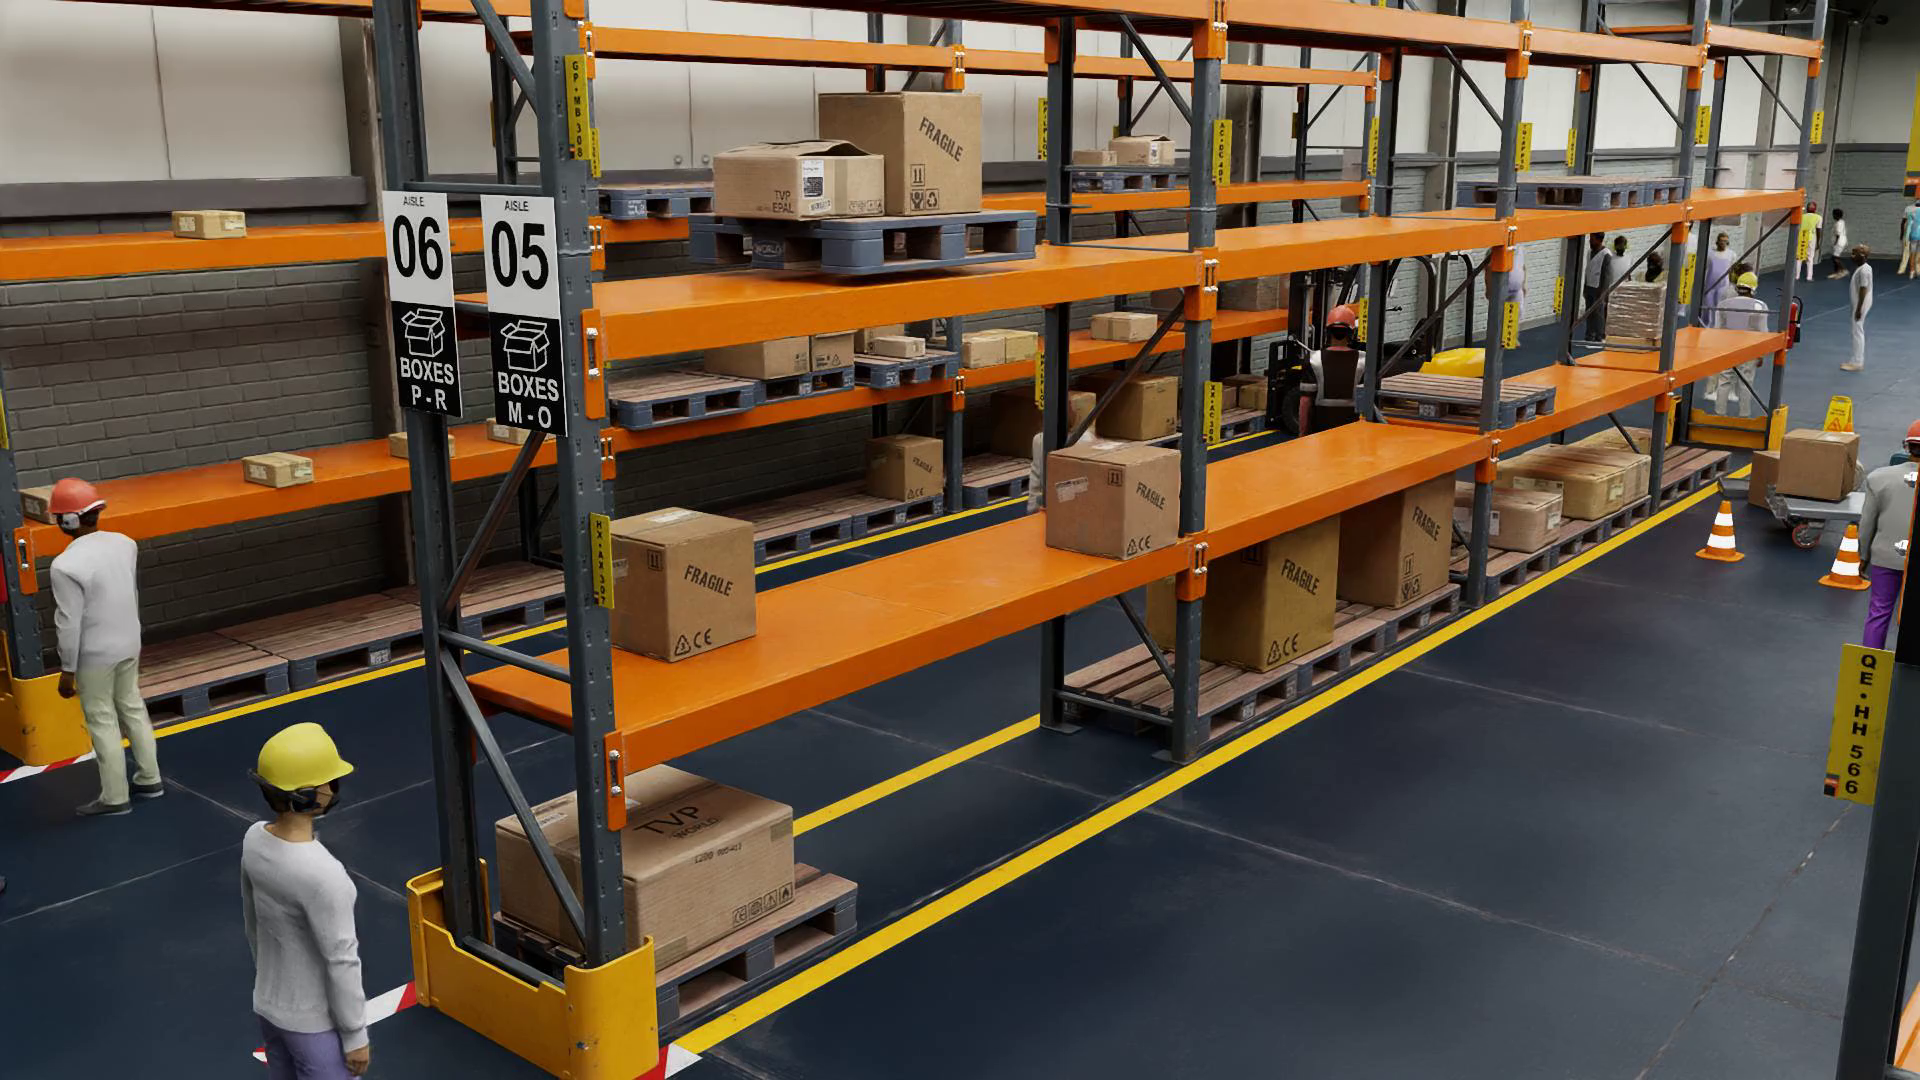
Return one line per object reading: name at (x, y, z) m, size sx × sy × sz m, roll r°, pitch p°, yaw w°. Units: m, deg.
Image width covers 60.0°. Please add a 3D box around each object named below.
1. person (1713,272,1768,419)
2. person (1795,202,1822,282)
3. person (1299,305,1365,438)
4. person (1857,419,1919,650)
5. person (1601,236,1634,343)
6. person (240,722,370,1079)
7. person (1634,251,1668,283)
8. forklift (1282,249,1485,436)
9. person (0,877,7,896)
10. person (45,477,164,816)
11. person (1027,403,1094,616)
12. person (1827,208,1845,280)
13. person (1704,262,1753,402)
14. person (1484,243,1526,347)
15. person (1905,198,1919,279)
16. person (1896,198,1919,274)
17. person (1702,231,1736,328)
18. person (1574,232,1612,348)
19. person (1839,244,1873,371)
person at (9.177, -2.234, 19.592) m, size 0.592 × 1.833 × 0.404 m, roll 12°, pitch 18°, yaw 40°
person at (19.696, -6.930, 38.702) m, size 0.564 × 1.838 × 0.390 m, roll 12°, pitch 18°, yaw 40°
person at (3.119, -0.929, 13.847) m, size 0.614 × 2.041 × 0.393 m, roll 2°, pitch 14°, yaw 6°
person at (5.826, 0.107, 10.225) m, size 0.564 × 1.751 × 0.342 m, roll 12°, pitch 18°, yaw 40°
person at (10.520, -3.950, 26.642) m, size 0.528 × 1.806 × 1.000 m, roll 1°, pitch 14°, yaw 3°
person at (-1.917, 1.393, 4.964) m, size 0.526 × 1.768 × 0.331 m, roll 12°, pitch 18°, yaw 40°
person at (9.640, -3.105, 23.160) m, size 0.541 × 1.831 × 0.637 m, roll -9°, pitch 17°, yaw -33°
forklift at (4.886, -2.214, 18.767) m, size 2.313 × 2.155 × 1.214 m, roll 11°, pitch 18°, yaw 38°
person at (-4.430, 0.948, 6.868) m, size 0.551 × 1.712 × 0.918 m, roll 7°, pitch 15°, yaw 25°
person at (-4.386, 0.541, 8.461) m, size 0.343 × 1.751 × 0.568 m, roll 3°, pitch 14°, yaw 10°
person at (0.712, -0.233, 11.909) m, size 0.528 × 1.597 × 0.694 m, roll 10°, pitch 17°, yaw 34°
person at (20.707, -6.988, 39.254) m, size 0.363 × 1.687 × 0.593 m, roll 6°, pitch 15°, yaw 21°
person at (9.893, -2.666, 21.372) m, size 0.552 × 1.818 × 0.582 m, roll -11°, pitch 17°, yaw -37°
person at (8.784, -4.098, 26.755) m, size 0.703 × 2.000 × 0.541 m, roll -2°, pitch 14°, yaw -8°
person at (22.556, -7.119, 39.088) m, size 0.635 × 2.026 × 0.789 m, roll 9°, pitch 16°, yaw 33°
person at (23.370, -7.522, 40.694) m, size 0.688 × 2.000 × 0.536 m, roll 13°, pitch 19°, yaw 42°
person at (12.650, -4.245, 27.816) m, size 0.508 × 1.825 × 0.719 m, roll 5°, pitch 15°, yaw 21°
person at (10.267, -4.052, 26.826) m, size 0.391 × 1.916 × 0.590 m, roll -2°, pitch 14°, yaw -10°
person at (13.103, -3.383, 24.277) m, size 0.354 × 1.837 × 0.505 m, roll 6°, pitch 15°, yaw 22°
